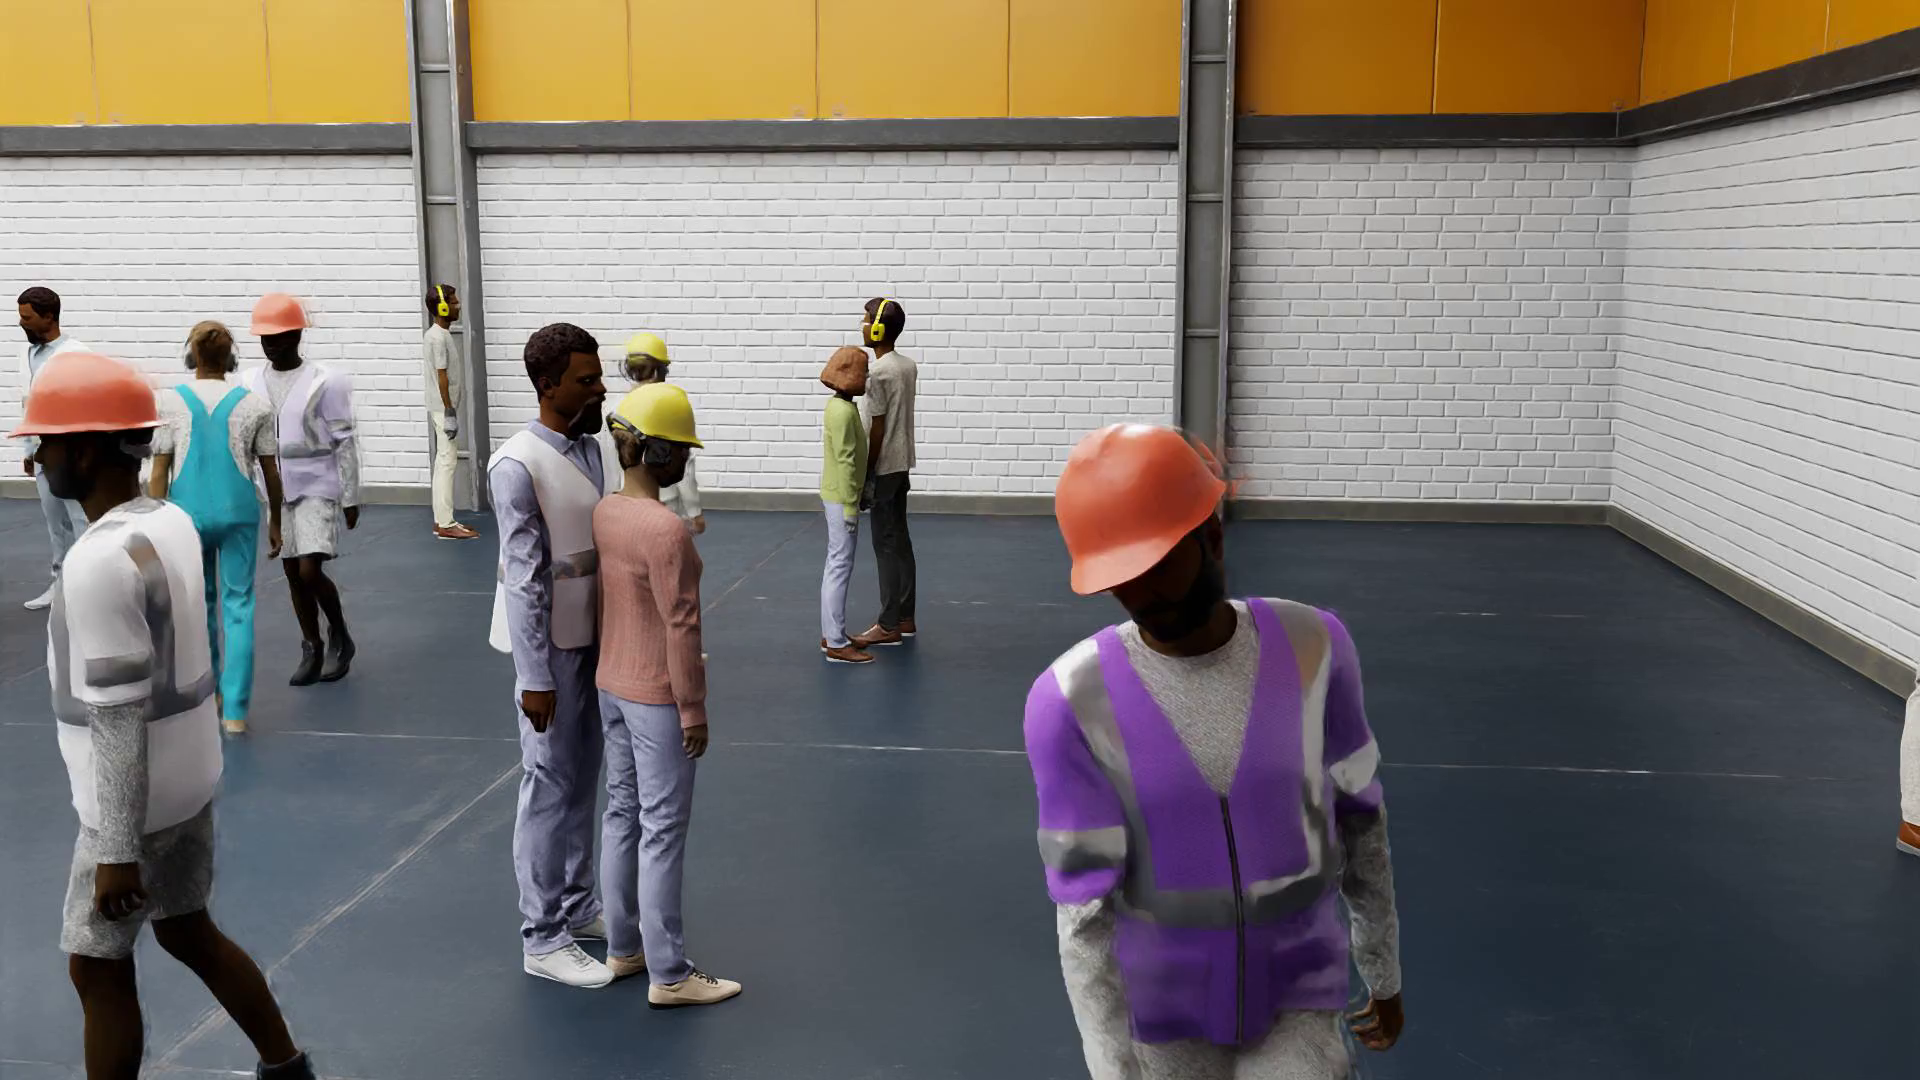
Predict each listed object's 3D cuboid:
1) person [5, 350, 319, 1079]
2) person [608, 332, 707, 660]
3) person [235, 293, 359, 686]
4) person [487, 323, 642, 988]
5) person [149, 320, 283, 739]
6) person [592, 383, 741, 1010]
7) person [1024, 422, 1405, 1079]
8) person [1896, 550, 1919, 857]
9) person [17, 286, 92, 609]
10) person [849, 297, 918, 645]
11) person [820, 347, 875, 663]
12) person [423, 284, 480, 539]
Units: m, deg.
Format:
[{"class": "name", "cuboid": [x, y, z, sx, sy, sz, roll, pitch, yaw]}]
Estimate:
[{"class": "person", "cuboid": [-1.812, 0.545, 3.688, 0.601, 1.941, 0.556, -2, 10, -9]}, {"class": "person", "cuboid": [-1.598, -0.158, 8.218, 0.520, 1.726, 0.818, 9, 13, 42]}, {"class": "person", "cuboid": [-3.216, -0.229, 8.052, 0.563, 1.918, 0.440, 2, 10, 10]}, {"class": "person", "cuboid": [-1.163, 0.326, 4.897, 0.393, 1.919, 0.589, 2, 10, 9]}, {"class": "person", "cuboid": [-3.315, -0.066, 7.443, 0.534, 1.812, 0.827, -4, 11, -22]}, {"class": "person", "cuboid": [-0.856, 0.438, 4.712, 0.321, 1.761, 0.522, -7, 12, -37]}, {"class": "person", "cuboid": [0.416, 0.747, 2.613, 0.640, 1.874, 0.616, 0, 10, -2]}, {"class": "person", "cuboid": [3.554, 0.155, 5.785, 0.604, 1.949, 0.389, -7, 12, -34]}, {"class": "person", "cuboid": [-5.289, -0.528, 9.798, 0.587, 1.914, 0.391, 5, 11, 27]}, {"class": "person", "cuboid": [-0.411, -0.366, 8.984, 0.328, 1.876, 0.514, 4, 11, 21]}, {"class": "person", "cuboid": [-0.591, -0.187, 8.649, 0.270, 1.631, 0.507, -1, 10, -8]}, {"class": "person", "cuboid": [-3.781, -0.945, 12.296, 0.326, 1.876, 0.518, -4, 11, -22]}]
